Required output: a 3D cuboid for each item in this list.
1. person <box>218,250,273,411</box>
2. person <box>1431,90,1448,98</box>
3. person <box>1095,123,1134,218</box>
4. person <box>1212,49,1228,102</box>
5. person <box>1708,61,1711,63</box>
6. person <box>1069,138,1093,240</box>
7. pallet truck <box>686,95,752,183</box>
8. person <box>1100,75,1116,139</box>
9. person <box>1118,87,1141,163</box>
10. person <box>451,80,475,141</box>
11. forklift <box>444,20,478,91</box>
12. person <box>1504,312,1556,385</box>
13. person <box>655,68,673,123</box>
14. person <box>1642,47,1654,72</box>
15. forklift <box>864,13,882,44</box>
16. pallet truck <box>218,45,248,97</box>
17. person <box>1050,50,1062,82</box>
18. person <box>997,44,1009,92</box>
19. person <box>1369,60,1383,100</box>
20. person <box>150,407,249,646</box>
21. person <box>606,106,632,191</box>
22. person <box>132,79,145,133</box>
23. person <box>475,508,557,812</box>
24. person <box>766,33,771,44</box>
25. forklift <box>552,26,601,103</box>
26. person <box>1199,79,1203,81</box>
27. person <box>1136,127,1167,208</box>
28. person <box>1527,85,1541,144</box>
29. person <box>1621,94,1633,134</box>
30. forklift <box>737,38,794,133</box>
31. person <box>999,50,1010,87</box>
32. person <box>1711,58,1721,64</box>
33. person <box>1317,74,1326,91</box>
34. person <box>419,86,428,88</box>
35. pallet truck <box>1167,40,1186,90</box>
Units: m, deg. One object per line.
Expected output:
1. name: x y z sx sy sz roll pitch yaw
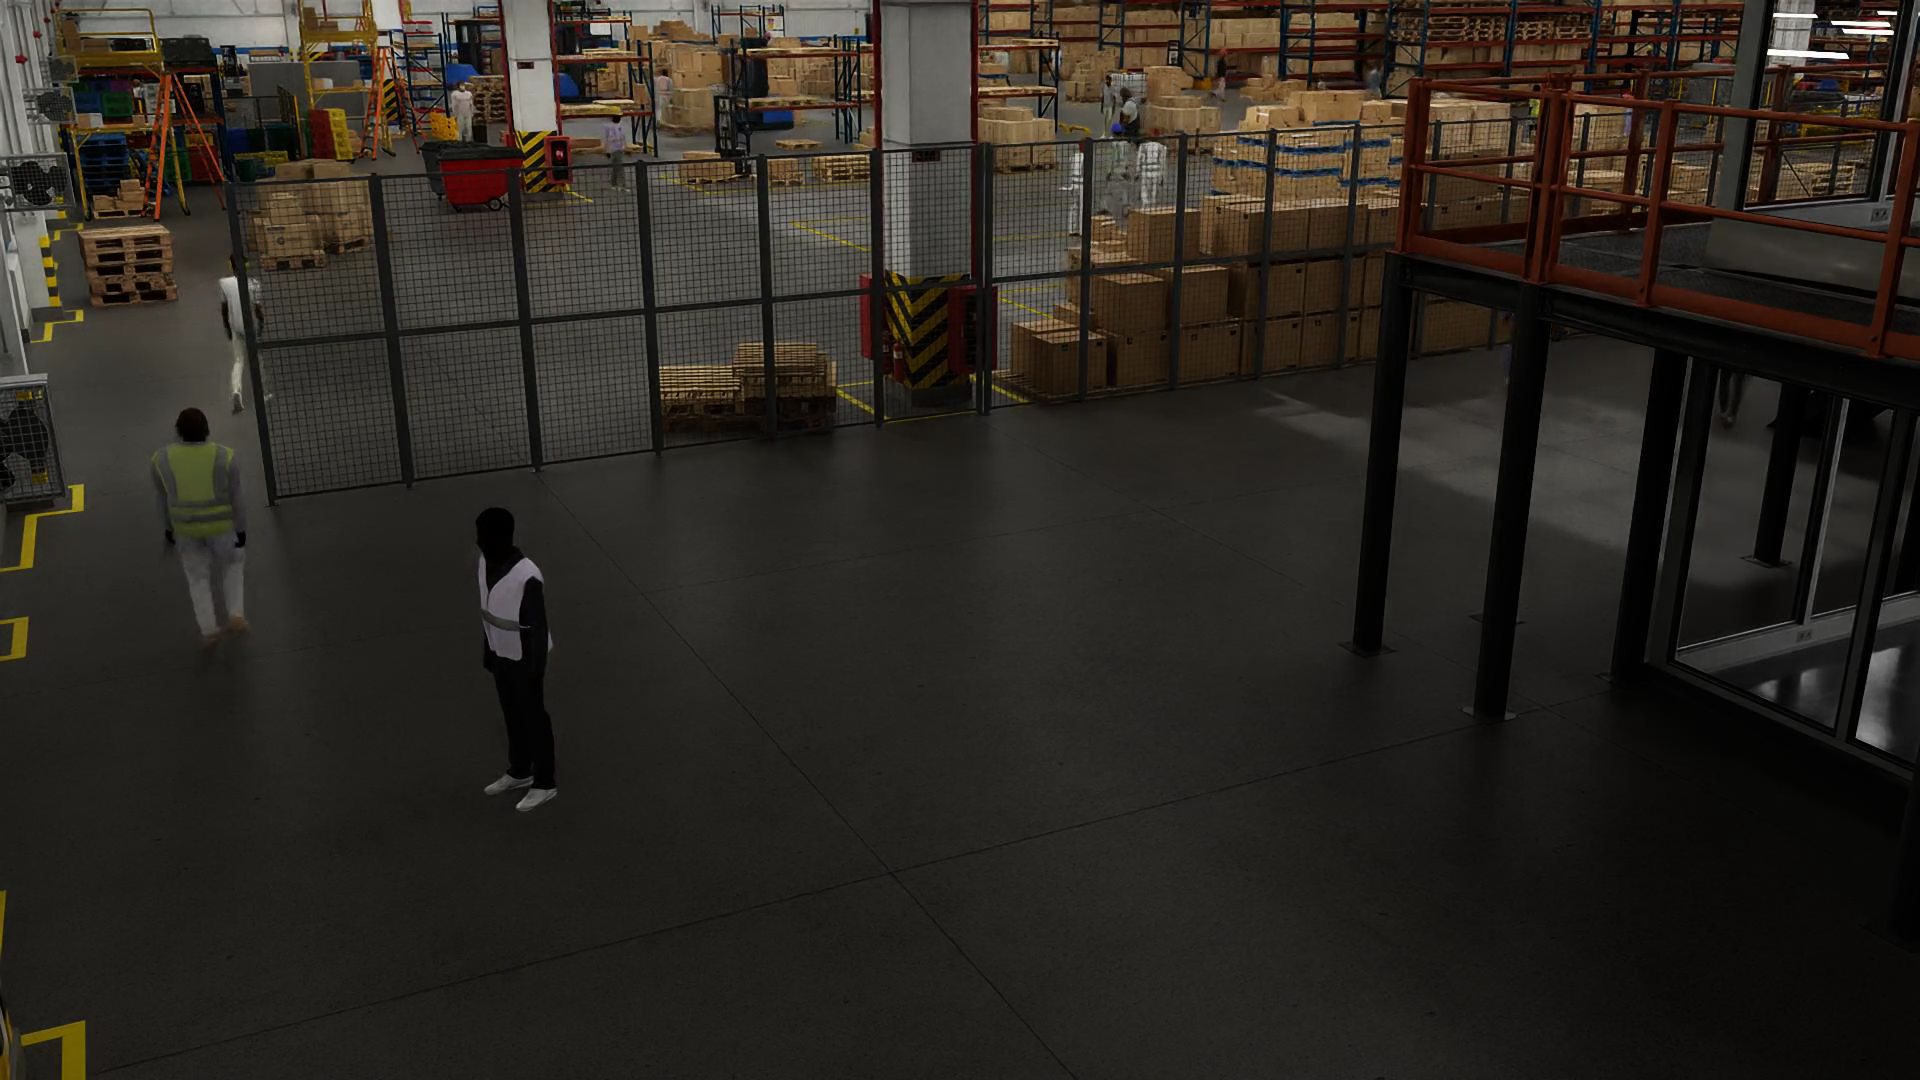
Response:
1. person: -8.324 -2.433 19.302 0.521 1.842 0.828 -2 19 -7
2. person: 13.301 -11.835 46.389 0.606 1.951 0.466 -8 21 -23
3. person: 3.252 -7.594 34.155 0.948 1.912 0.616 11 22 28
4. person: 9.908 -17.661 63.225 0.534 1.977 0.621 10 21 27
5. person: 25.404 -15.328 56.613 0.654 1.884 0.451 16 25 38
6. person: 2.291 -6.633 31.423 0.354 1.877 0.574 -15 24 -37
7. pallet truck: -5.836 -9.608 39.856 0.823 1.965 1.885 10 22 27
8. person: 4.439 -12.941 49.734 0.512 1.860 0.324 14 24 35
9. person: 4.422 -10.855 43.405 1.093 2.000 0.690 3 19 8
10. person: -13.834 -11.823 46.365 0.628 1.940 0.373 -17 25 -40
11. forklift: -20.381 -20.002 68.652 1.129 2.768 1.873 13 23 33
12. person: 6.839 -2.690 19.936 0.458 1.904 0.636 -14 24 -36
13. person: -9.569 -14.338 53.857 0.620 1.816 0.890 4 19 12
14. person: 28.652 -19.649 69.326 0.335 1.759 0.523 -10 21 -27
15. forklift: -4.048 -23.383 78.454 1.129 2.768 1.873 14 24 35
16. pallet truck: -28.879 -18.665 66.111 0.823 1.965 1.885 -3 19 -9
17. person: 4.292 -21.169 73.837 0.538 1.680 0.641 -10 22 -27
18. person: 1.749 -19.450 68.496 0.614 1.925 0.645 18 26 41
19. person: 14.192 -15.310 56.535 0.819 1.893 0.711 11 22 29
20. person: -5.712 -0.111 12.591 0.642 1.824 0.498 -5 20 -14
21. person: -7.759 -8.953 38.111 0.785 1.901 0.589 6 20 18
22. person: -25.375 -13.401 51.410 0.520 1.632 0.314 4 19 10
23. person: -2.691 0.703 10.093 0.587 1.915 0.393 18 26 42
24. person: -9.058 -23.228 79.473 0.555 1.907 0.815 11 22 28
25. forklift: -14.607 -17.801 62.272 1.873 2.768 1.129 -9 21 -25
26. person: 10.899 -21.292 73.842 0.562 1.919 0.410 16 25 39
27. person: 3.882 -7.424 33.720 0.596 1.856 0.641 2 19 6
28. person: 16.643 -12.313 48.162 0.534 1.690 0.320 -13 23 -34
29. person: 16.557 -10.174 41.603 0.553 1.919 0.409 -7 20 -19
30. forklift: -6.235 -14.180 51.776 1.873 2.768 1.129 -9 21 -25
31. person: 1.764 -19.735 69.732 0.885 1.649 0.531 6 20 16
32. person: 25.340 -15.184 56.001 0.626 2.016 0.602 -5 20 -14
33. person: 11.757 -14.372 54.242 0.607 1.604 0.513 12 23 32
34. person: -19.861 -16.969 61.669 0.538 1.684 0.388 -1 19 -3
35. pallet truck: 9.045 -19.971 69.895 0.823 1.965 1.885 -3 19 -8
